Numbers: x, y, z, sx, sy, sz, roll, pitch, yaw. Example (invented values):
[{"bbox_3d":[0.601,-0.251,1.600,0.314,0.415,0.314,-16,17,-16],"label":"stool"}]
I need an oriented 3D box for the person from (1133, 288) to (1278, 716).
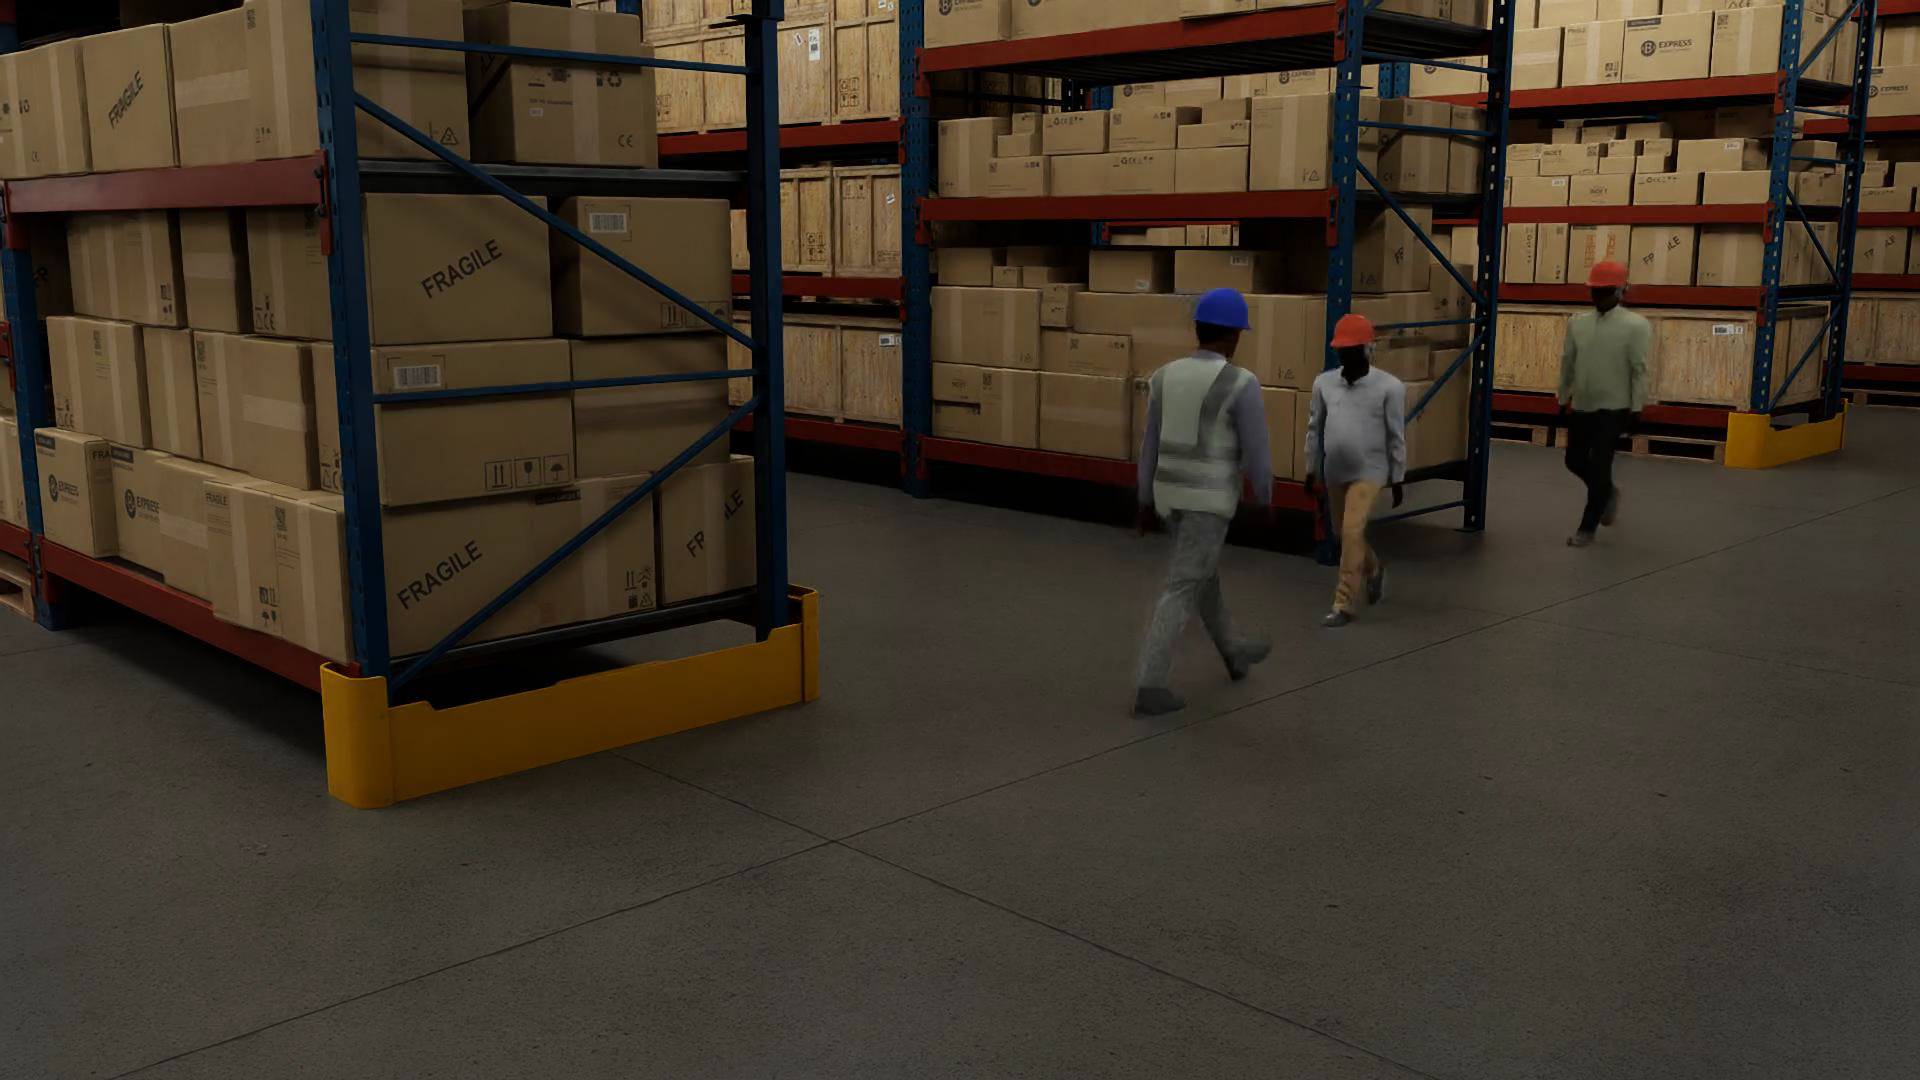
[{"bbox_3d":[1.150,-0.184,7.543,1.023,1.885,0.597,-7,13,-34],"label":"person"}]

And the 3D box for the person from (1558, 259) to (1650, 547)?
[{"bbox_3d":[4.464,-0.956,11.533,0.715,1.976,0.632,-9,14,-41],"label":"person"}]

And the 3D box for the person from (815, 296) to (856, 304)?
[{"bbox_3d":[-1.507,-2.539,20.612,0.626,1.818,0.745,-10,14,-42],"label":"person"}]

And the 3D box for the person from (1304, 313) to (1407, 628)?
[{"bbox_3d":[2.230,-0.411,9.288,0.595,1.718,0.793,9,14,41],"label":"person"}]
